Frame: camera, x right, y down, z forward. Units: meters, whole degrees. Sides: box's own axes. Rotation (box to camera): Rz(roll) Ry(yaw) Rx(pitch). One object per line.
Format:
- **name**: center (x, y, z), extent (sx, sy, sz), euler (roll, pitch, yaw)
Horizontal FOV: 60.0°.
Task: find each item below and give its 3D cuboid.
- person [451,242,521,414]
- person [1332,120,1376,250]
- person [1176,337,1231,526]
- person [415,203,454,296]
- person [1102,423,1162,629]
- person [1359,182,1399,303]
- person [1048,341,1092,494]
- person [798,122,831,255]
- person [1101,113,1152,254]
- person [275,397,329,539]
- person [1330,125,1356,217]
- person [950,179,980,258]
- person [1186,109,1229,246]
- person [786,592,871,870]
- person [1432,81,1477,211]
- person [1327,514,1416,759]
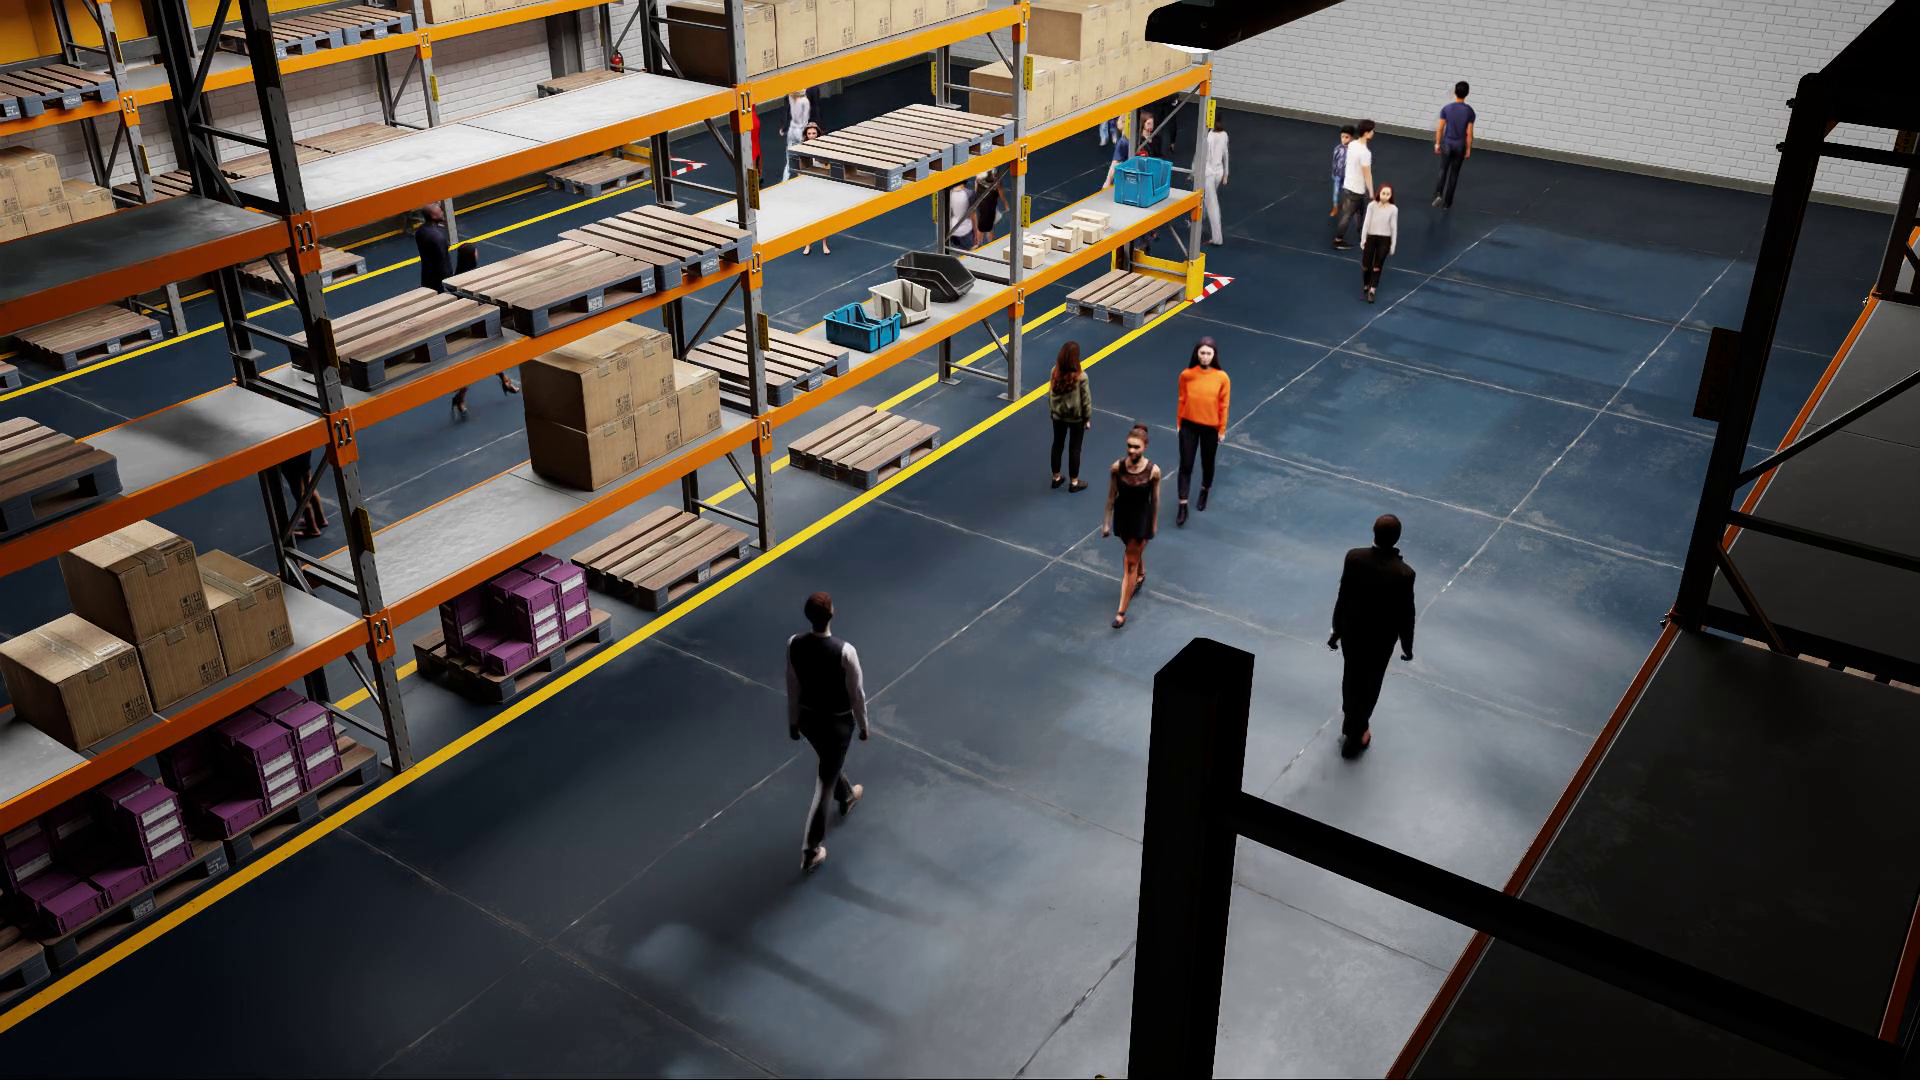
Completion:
- **person**: center (-5.009, -2.125, 17.043), extent (0.652, 1.767, 1.084), euler (19, 34, 31)
- **person**: center (5.081, -4.617, 21.680), extent (1.027, 1.702, 0.978), euler (-4, 29, -7)
- **person**: center (2.189, -1.032, 15.063), extent (0.775, 1.745, 0.895), euler (7, 29, 12)
- **person**: center (-5.791, -2.784, 18.230), extent (1.099, 1.788, 0.890), euler (-22, 36, -35)
- **person**: center (1.438, -0.183, 13.635), extent (0.741, 1.622, 1.183), euler (11, 31, 20)
- **person**: center (5.051, -3.617, 20.080), extent (0.626, 1.479, 0.595), euler (10, 30, 17)
- **person**: center (1.016, -1.164, 15.587), extent (0.592, 1.475, 0.494), euler (17, 33, 28)
- **person**: center (-1.869, -4.565, 21.554), extent (0.685, 1.730, 0.724), euler (-2, 29, -3)
- **person**: center (2.198, -4.555, 21.445), extent (0.914, 1.817, 1.191), euler (11, 31, 20)
- **person**: center (-5.912, -0.771, 14.786), extent (0.684, 1.551, 0.600), euler (2, 29, 4)
- **person**: center (5.355, -5.138, 23.126), extent (0.571, 1.232, 0.849), euler (13, 31, 23)
- **person**: center (-0.002, -3.772, 20.299), extent (0.602, 1.540, 0.664), euler (22, 36, 34)
- **person**: center (3.349, -4.727, 21.846), extent (1.054, 1.736, 0.925), euler (-16, 33, -27)
- **person**: center (-0.895, 1.238, 10.741), extent (0.835, 1.898, 1.258), euler (11, 31, 19)
- **person**: center (6.849, -5.435, 23.100), extent (0.754, 1.777, 0.871), euler (10, 30, 18)
- **person**: center (2.841, 0.713, 11.716), extent (0.717, 1.885, 0.734), euler (19, 34, 31)
